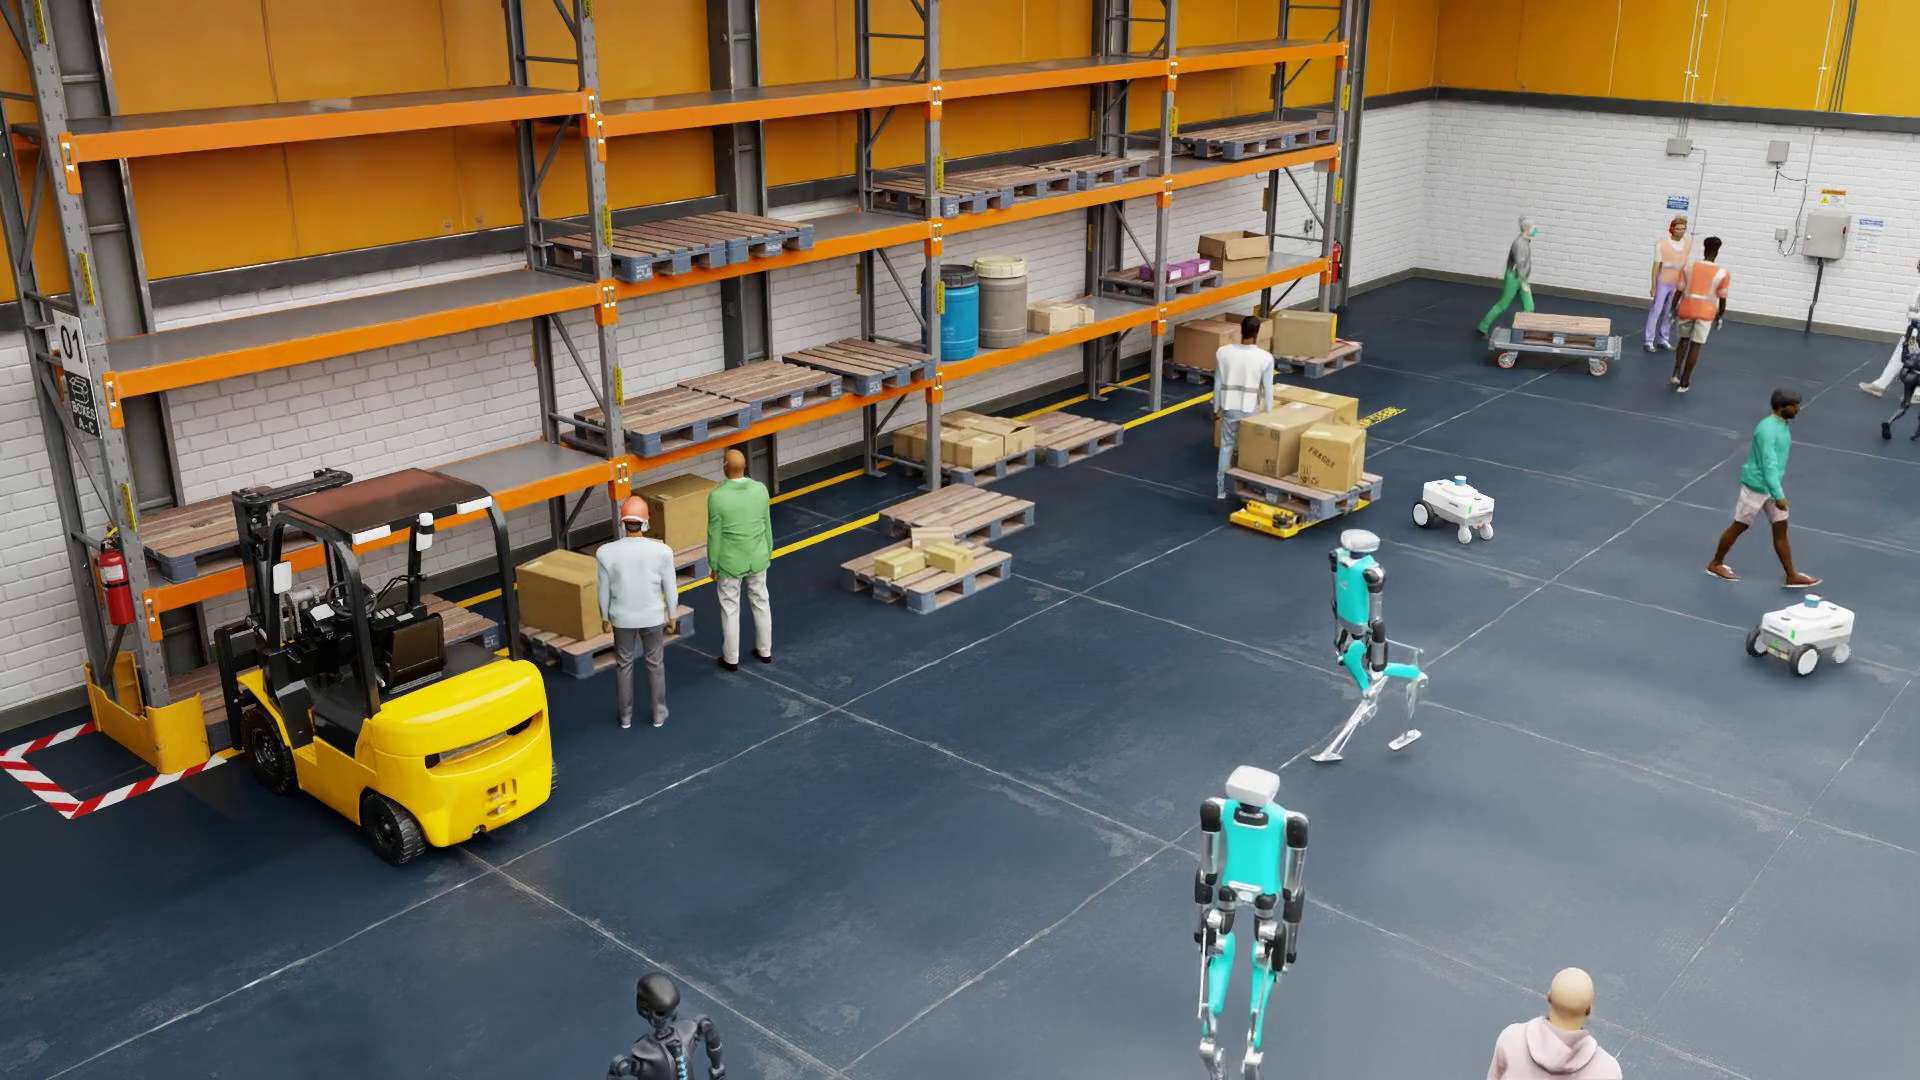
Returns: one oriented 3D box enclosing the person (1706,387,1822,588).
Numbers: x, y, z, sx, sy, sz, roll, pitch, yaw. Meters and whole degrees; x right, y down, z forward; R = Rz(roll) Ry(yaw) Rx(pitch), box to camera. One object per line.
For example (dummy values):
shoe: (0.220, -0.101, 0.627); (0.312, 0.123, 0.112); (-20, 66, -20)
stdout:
person: (7.109, -0.440, 14.529); (0.509, 1.800, 0.944); (-18, 27, -40)

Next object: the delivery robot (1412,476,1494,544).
delivery robot: (4.779, -0.318, 16.022); (0.499, 0.609, 0.813); (-9, 22, -24)

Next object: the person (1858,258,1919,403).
person: (11.554, -2.590, 20.267); (0.786, 1.859, 0.606); (6, 21, 17)

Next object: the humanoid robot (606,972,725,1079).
humanoid robot: (-1.173, 2.488, 6.754); (0.599, 1.657, 0.315); (-18, 27, -39)

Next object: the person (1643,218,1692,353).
person: (9.670, -3.492, 22.736); (0.568, 1.842, 0.373); (-7, 21, -18)

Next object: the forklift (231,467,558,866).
forklift: (-3.730, 0.710, 10.856); (2.313, 2.155, 1.214); (17, 26, 38)

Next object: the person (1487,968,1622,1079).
person: (2.313, 2.498, 6.610); (0.536, 1.776, 0.412); (12, 24, 30)

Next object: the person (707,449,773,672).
person: (-1.703, 0.157, 12.954); (0.545, 1.777, 0.385); (-12, 23, -30)

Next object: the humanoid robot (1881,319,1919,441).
humanoid robot: (10.793, -1.908, 18.708); (0.612, 1.633, 0.592); (-10, 23, -26)

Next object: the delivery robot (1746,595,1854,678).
delivery robot: (6.685, 0.732, 13.161); (0.804, 0.600, 0.499); (-9, 22, -22)

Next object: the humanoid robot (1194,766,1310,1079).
humanoid robot: (1.319, 2.037, 7.986); (0.546, 1.829, 0.720); (9, 22, 22)

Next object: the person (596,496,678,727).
person: (-2.319, 0.524, 12.010); (0.572, 1.738, 0.350); (-3, 21, -9)

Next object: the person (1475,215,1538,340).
person: (7.739, -3.638, 23.202); (0.953, 1.799, 0.515); (15, 25, 34)

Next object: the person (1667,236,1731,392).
person: (9.236, -2.832, 20.811); (0.645, 1.936, 0.557); (14, 24, 33)

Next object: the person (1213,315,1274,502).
person: (2.841, -1.314, 16.749); (0.608, 1.906, 0.405); (8, 22, 21)

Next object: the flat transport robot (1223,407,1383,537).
flat transport robot: (3.379, -0.346, 16.488); (1.431, 0.231, 0.659); (-18, 27, -40)

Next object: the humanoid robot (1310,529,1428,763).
humanoid robot: (2.932, 0.740, 11.499); (1.037, 1.761, 0.542); (-8, 22, -21)
